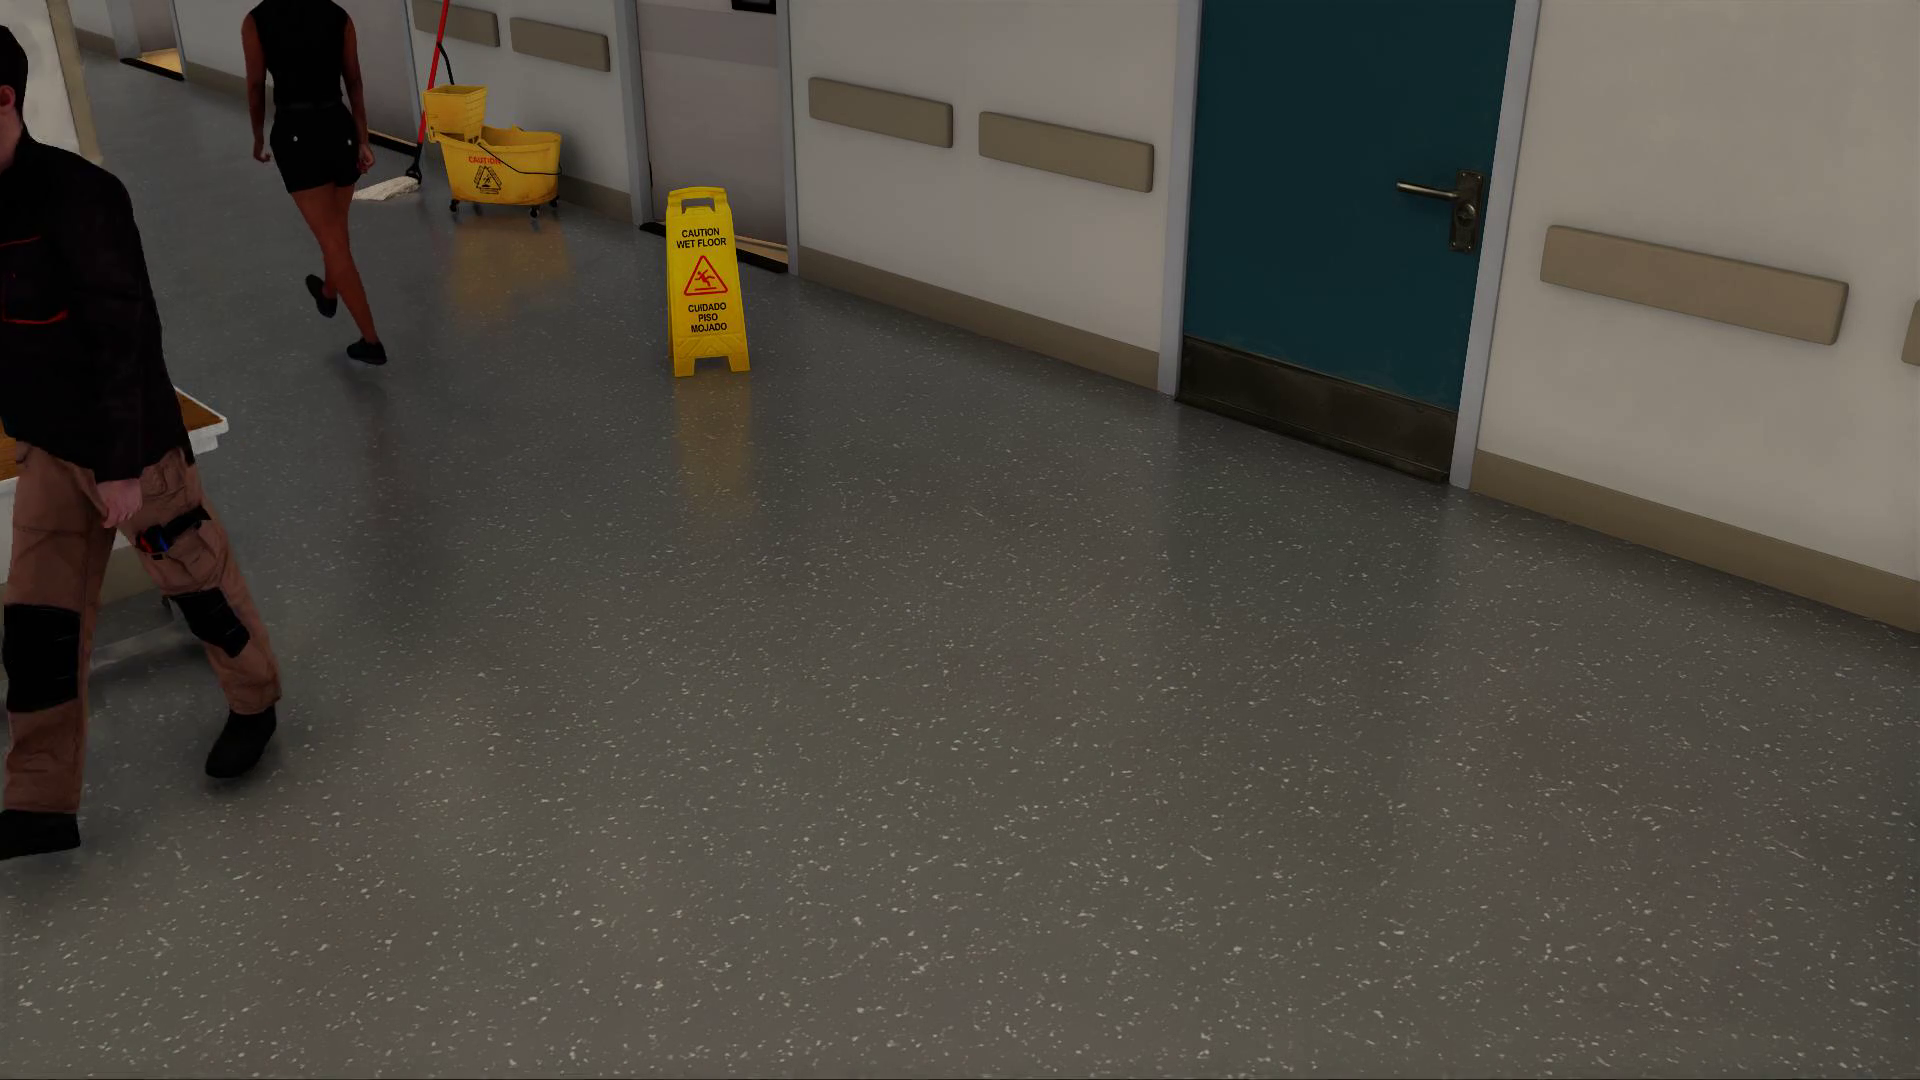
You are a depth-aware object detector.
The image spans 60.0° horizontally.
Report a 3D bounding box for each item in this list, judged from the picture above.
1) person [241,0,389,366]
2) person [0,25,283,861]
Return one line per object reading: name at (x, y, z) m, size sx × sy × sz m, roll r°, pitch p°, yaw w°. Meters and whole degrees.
person at (-2.581, -1.519, 6.781) m, size 0.627 × 1.673 × 1.214 m, roll -21°, pitch 33°, yaw -37°
person at (-1.928, -0.234, 3.879) m, size 1.221 × 1.878 × 1.119 m, roll 6°, pitch 26°, yaw 13°
